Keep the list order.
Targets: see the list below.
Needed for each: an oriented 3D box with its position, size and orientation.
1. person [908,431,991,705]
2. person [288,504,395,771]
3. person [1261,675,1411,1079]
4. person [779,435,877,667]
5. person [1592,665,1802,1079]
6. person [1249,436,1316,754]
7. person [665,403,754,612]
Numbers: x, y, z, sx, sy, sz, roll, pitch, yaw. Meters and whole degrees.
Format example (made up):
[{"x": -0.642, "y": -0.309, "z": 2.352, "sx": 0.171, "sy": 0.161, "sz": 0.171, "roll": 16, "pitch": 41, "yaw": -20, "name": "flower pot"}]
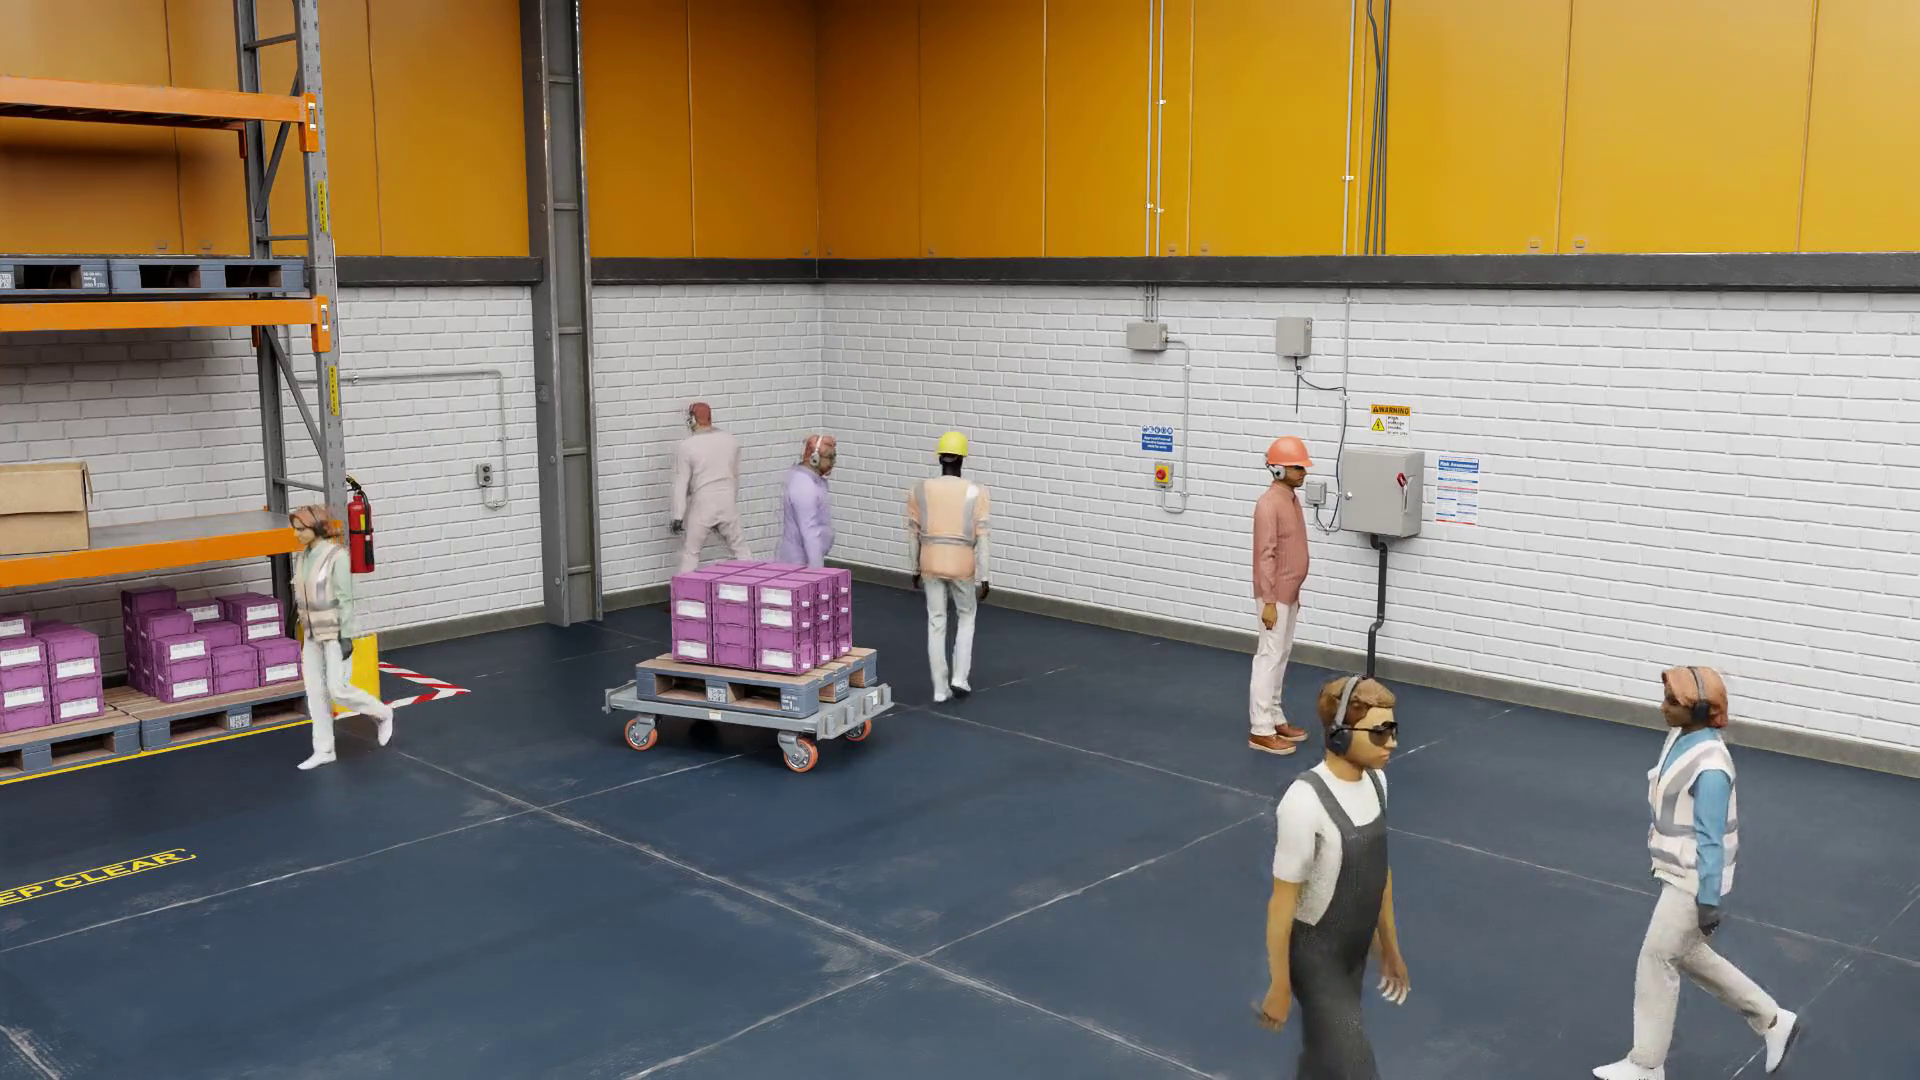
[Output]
[{"x": -0.068, "y": 0.186, "z": 11.680, "sx": 0.599, "sy": 1.905, "sz": 0.557, "roll": 1, "pitch": 9, "yaw": 9, "name": "person"}, {"x": -3.821, "y": 0.575, "z": 10.178, "sx": 0.523, "sy": 1.616, "sz": 0.538, "roll": 6, "pitch": 11, "yaw": 32, "name": "person"}, {"x": 1.164, "y": 1.305, "z": 5.072, "sx": 0.491, "sy": 1.828, "sz": 0.503, "roll": 6, "pitch": 11, "yaw": 34, "name": "person"}, {"x": -1.075, "y": 0.152, "z": 12.086, "sx": 0.877, "sy": 1.851, "sz": 0.732, "roll": -1, "pitch": 9, "yaw": -4, "name": "person"}, {"x": 2.744, "y": 1.241, "z": 6.101, "sx": 0.660, "sy": 1.613, "sz": 0.512, "roll": 3, "pitch": 10, "yaw": 15, "name": "person"}, {"x": 2.031, "y": 0.335, "z": 10.507, "sx": 0.386, "sy": 1.992, "sz": 0.625, "roll": 4, "pitch": 10, "yaw": 25, "name": "person"}, {"x": -2.183, "y": -0.272, "z": 14.690, "sx": 0.818, "sy": 1.861, "sz": 0.541, "roll": -7, "pitch": 12, "yaw": -39, "name": "person"}]
